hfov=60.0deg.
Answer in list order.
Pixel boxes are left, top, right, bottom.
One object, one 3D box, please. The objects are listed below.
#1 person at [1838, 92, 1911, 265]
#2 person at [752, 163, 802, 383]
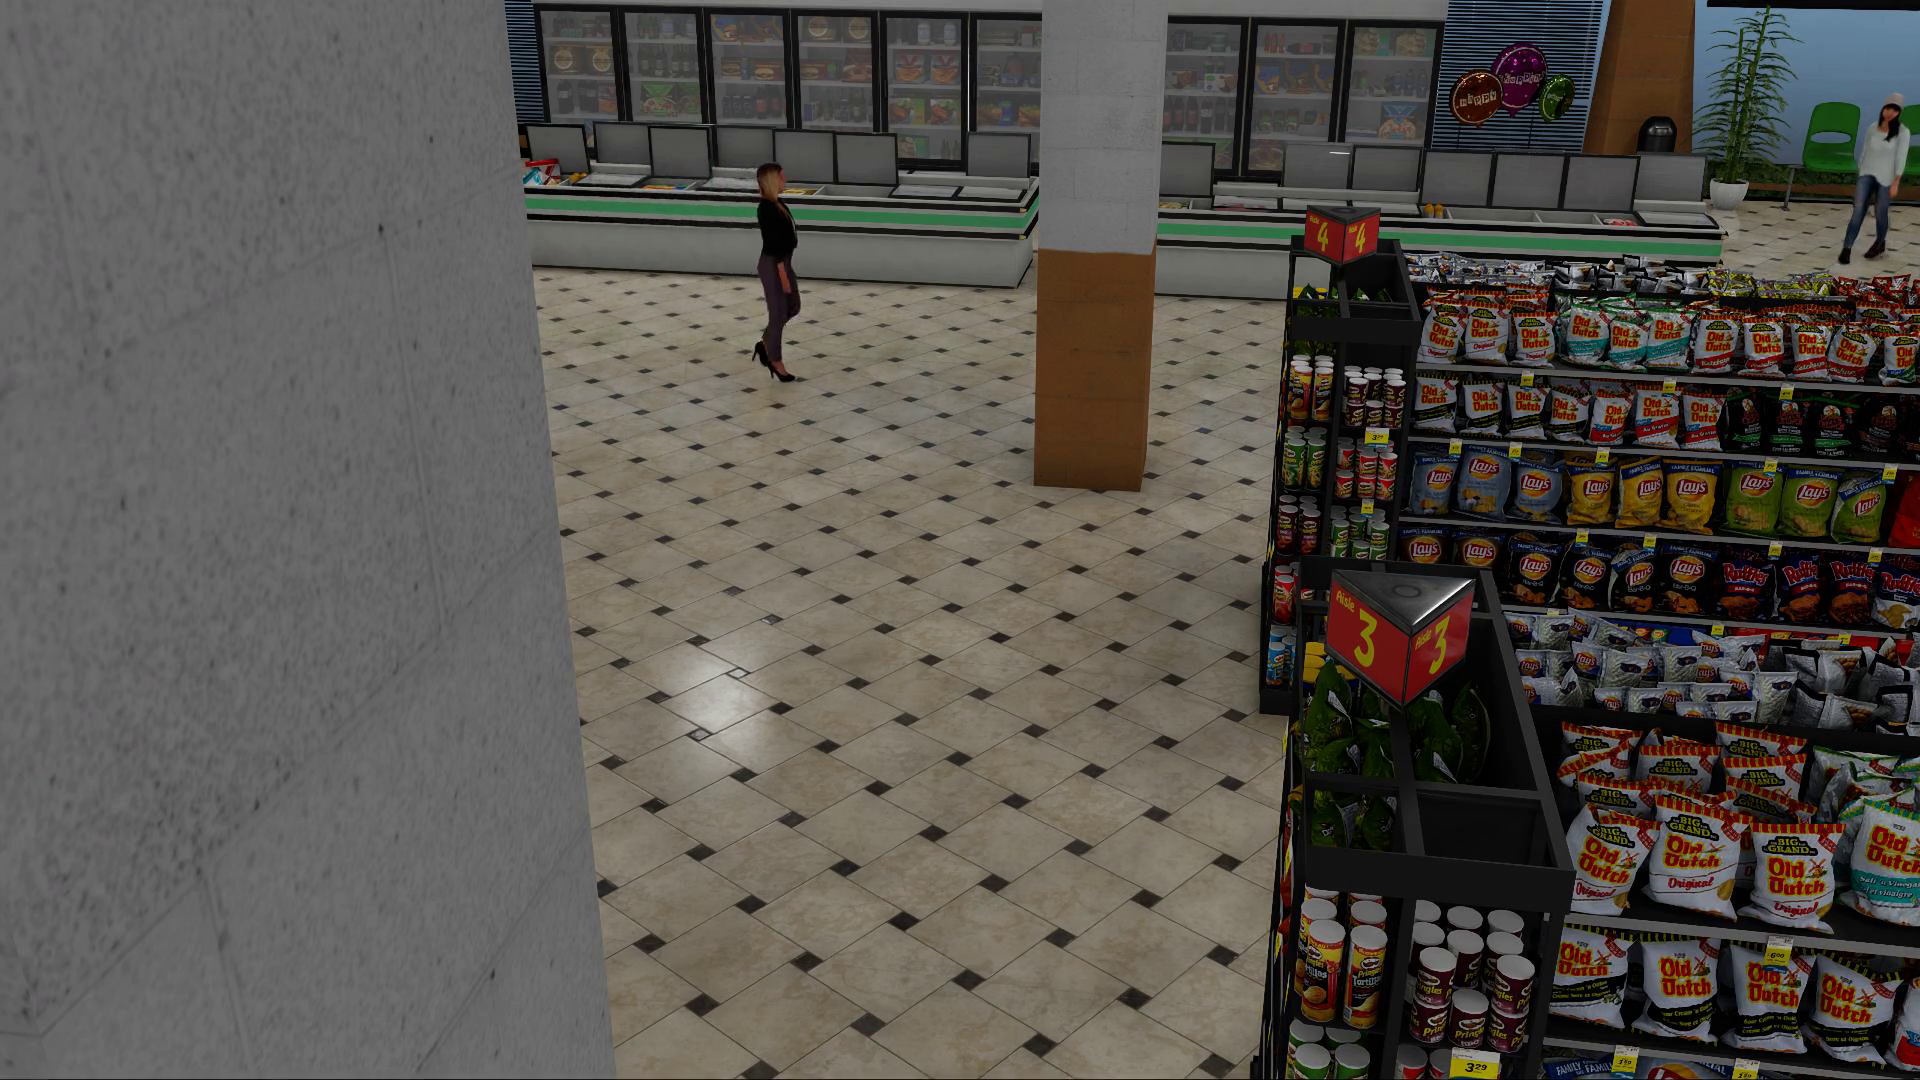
[{"bbox_3d":[8.785,-3.432,15.857,1.094,1.604,1.124,-17,29,-34],"label":"person"},{"bbox_3d":[-1.461,-1.987,12.481,0.657,1.662,0.642,0,24,0],"label":"person"}]
